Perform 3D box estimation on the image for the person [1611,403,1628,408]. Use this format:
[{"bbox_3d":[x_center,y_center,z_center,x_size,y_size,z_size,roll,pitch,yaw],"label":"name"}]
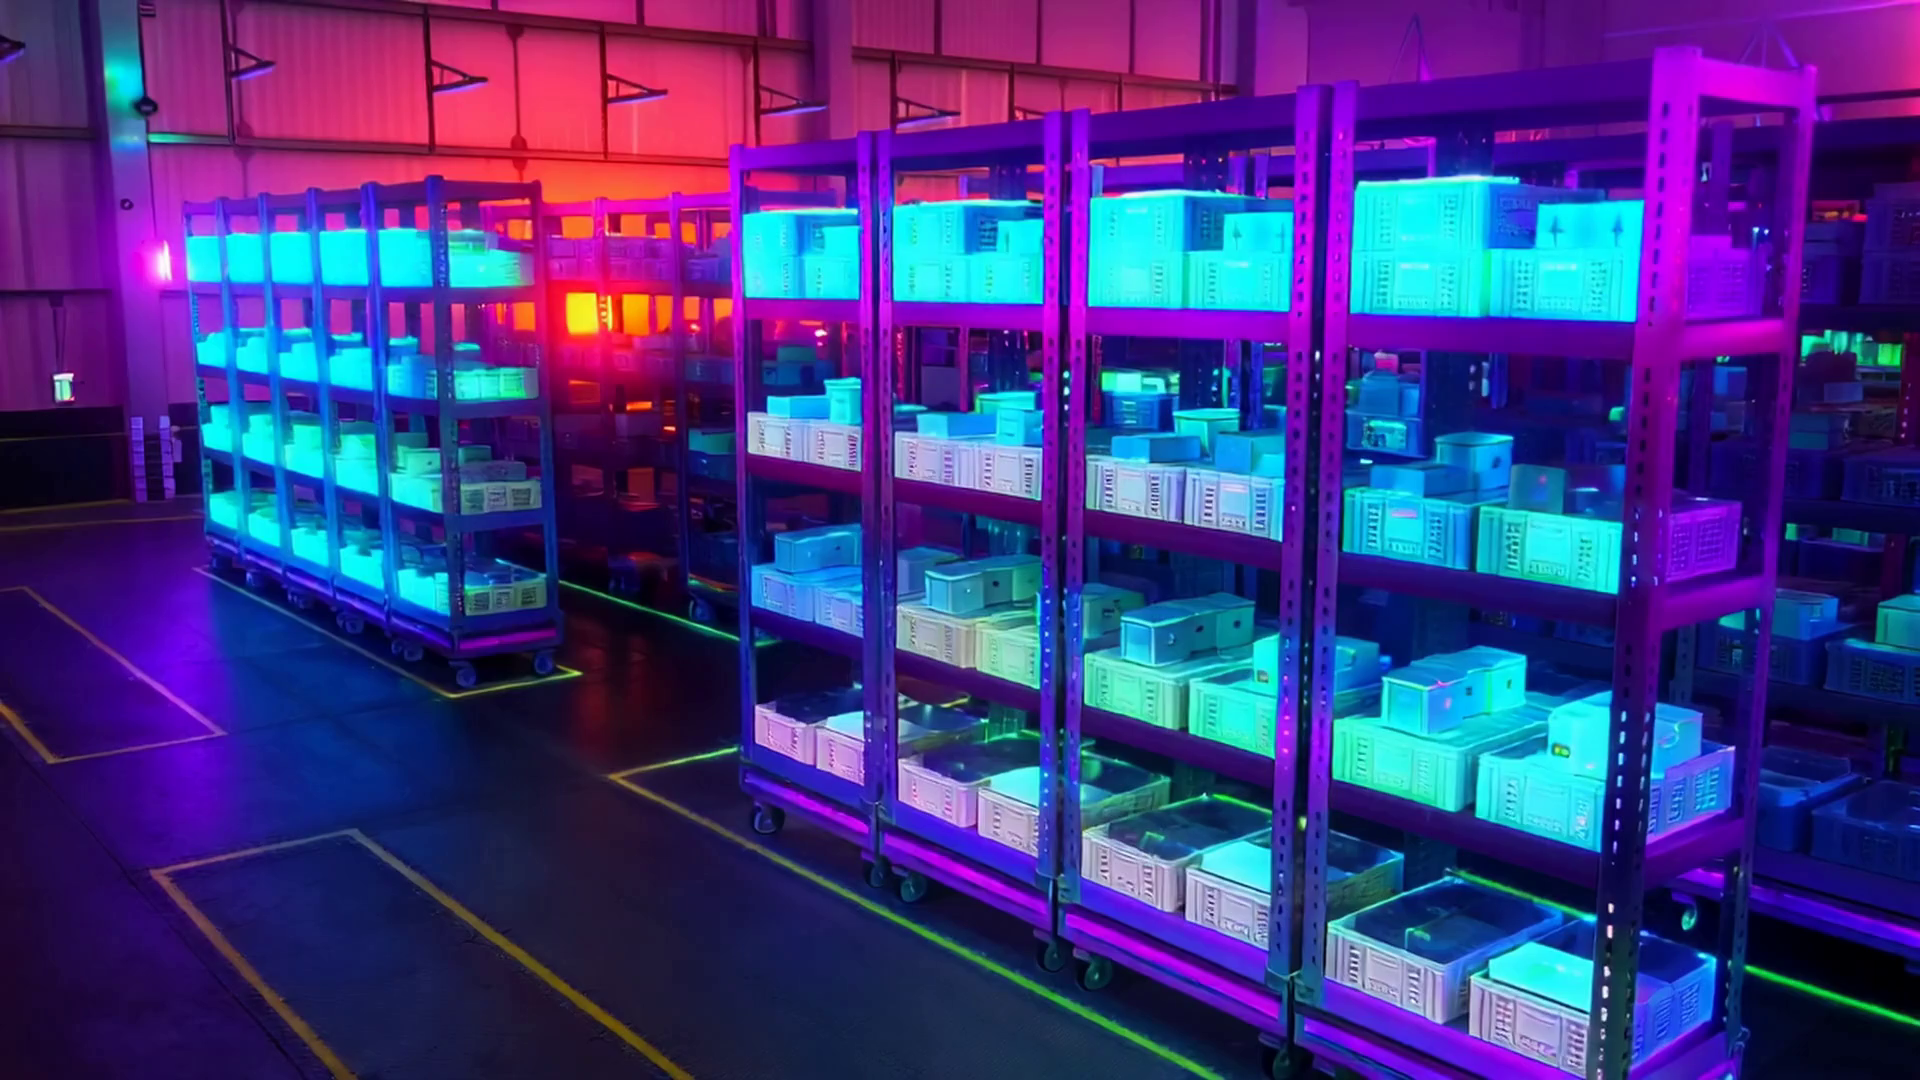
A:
[{"bbox_3d":[7.478,-0.944,18.477,0.851,1.809,0.591,-6,11,-33],"label":"person"}]
